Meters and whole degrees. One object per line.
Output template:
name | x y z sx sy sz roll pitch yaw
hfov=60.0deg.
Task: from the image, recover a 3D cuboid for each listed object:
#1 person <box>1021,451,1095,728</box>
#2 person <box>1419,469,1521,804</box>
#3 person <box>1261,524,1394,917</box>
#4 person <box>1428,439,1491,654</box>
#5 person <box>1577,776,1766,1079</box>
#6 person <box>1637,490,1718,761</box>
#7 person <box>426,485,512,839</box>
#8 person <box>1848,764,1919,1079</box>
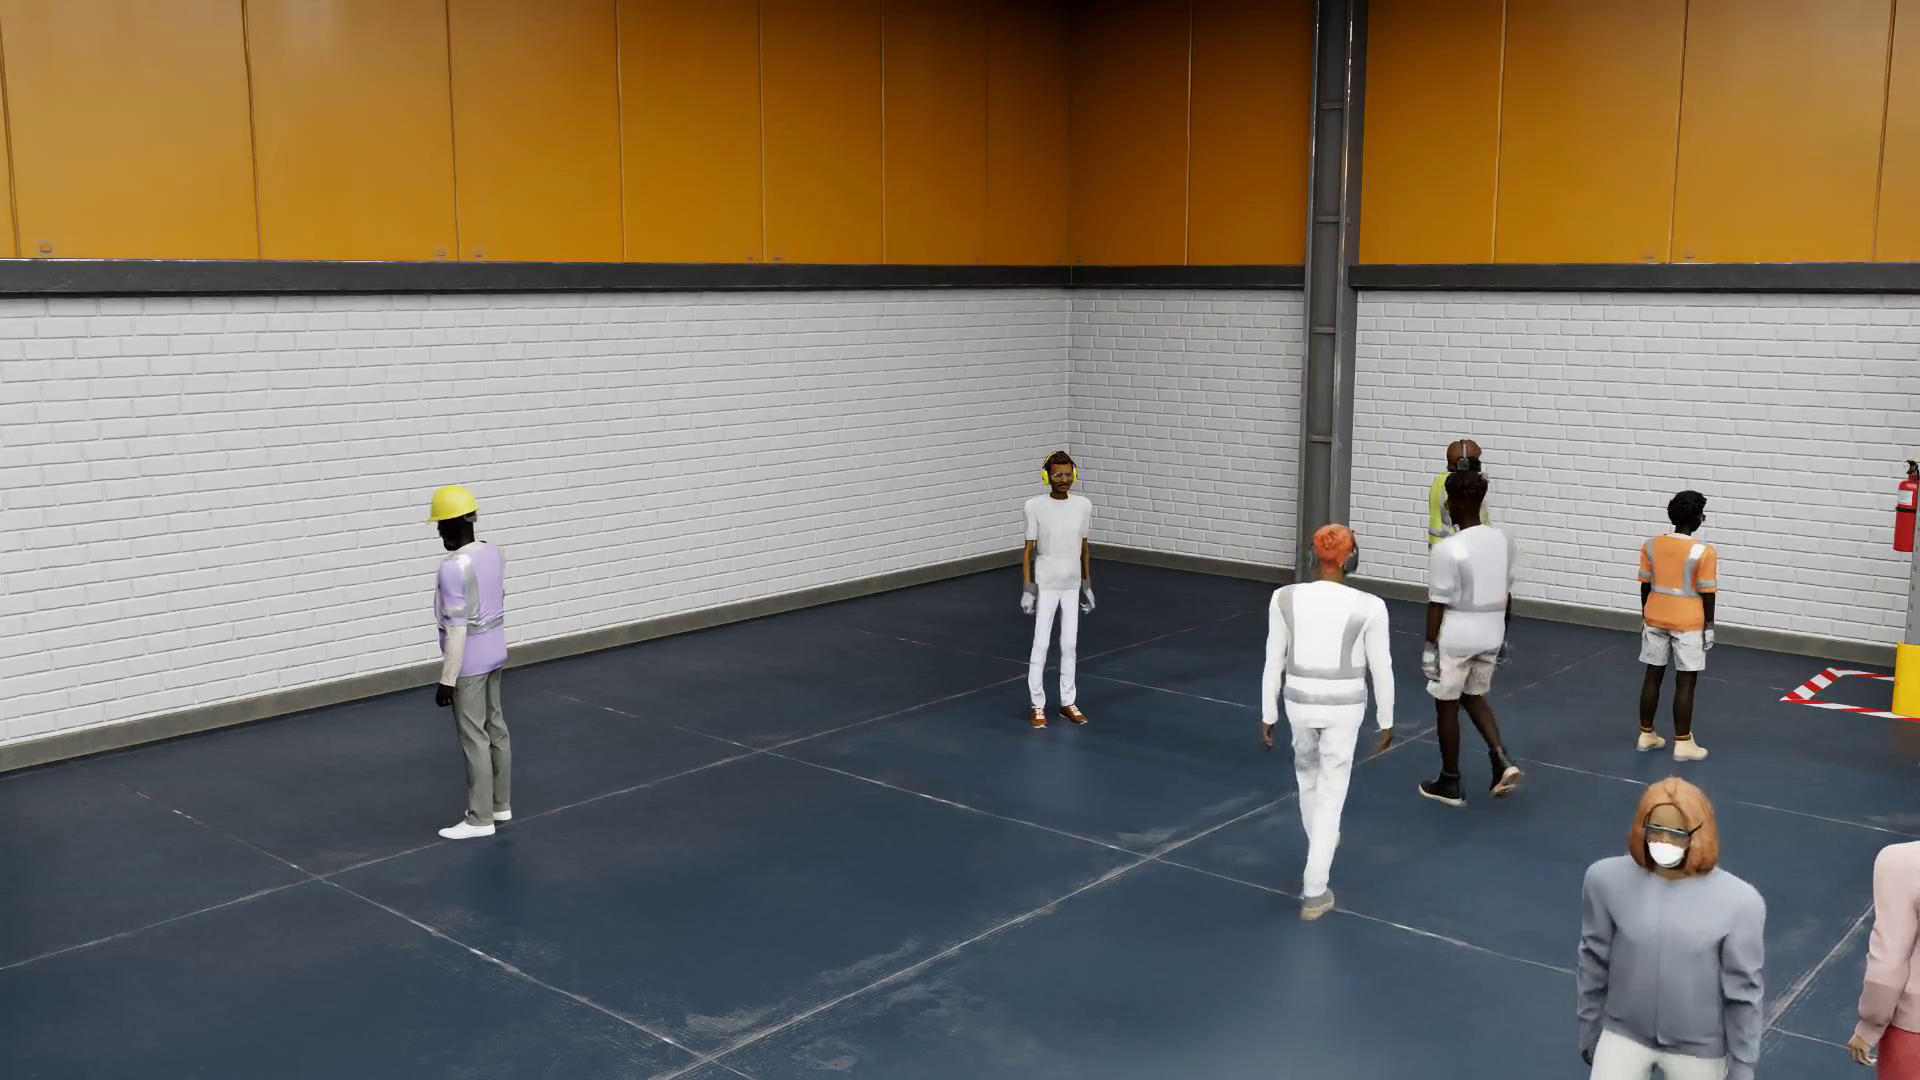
person | 0.665 0.327 11.199 0.532 1.870 0.319 -3 10 -20
person | 2.905 0.567 9.444 0.628 1.946 0.505 -4 10 -26
person | 1.827 0.830 8.125 0.602 1.837 0.951 5 10 30
person | 3.664 0.178 12.223 0.429 1.844 0.626 0 9 -2
person | 2.018 1.475 4.779 0.504 1.622 0.354 5 10 28
person | 4.513 0.530 10.467 0.317 1.695 0.540 -5 10 -30
person | -2.653 0.655 8.976 0.380 1.923 0.585 2 9 10
person | 2.848 1.393 4.827 0.534 1.767 0.318 -1 9 -4
